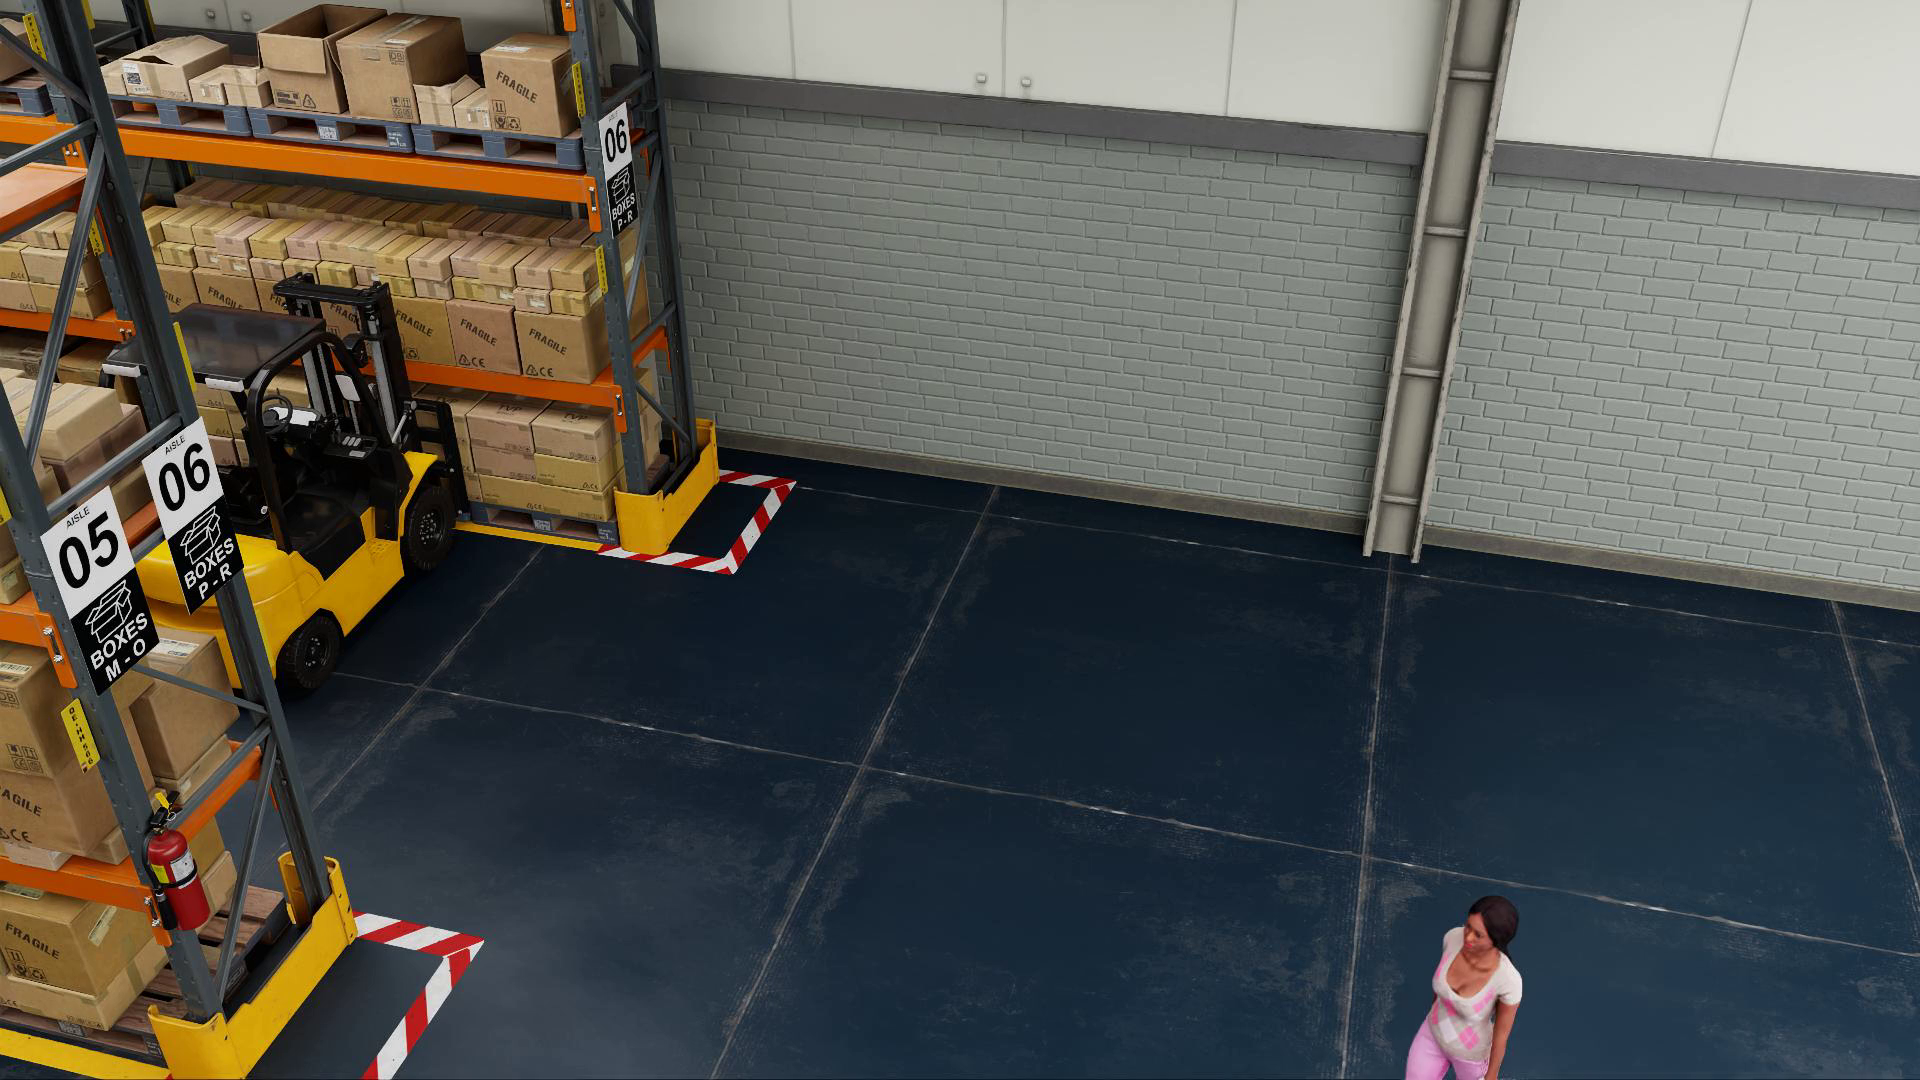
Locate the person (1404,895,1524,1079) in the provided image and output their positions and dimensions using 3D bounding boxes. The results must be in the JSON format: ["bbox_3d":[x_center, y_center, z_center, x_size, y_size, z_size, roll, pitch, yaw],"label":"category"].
[{"bbox_3d":[2.258,2.200,7.292,1.128,1.705,1.114,-20,38,-28],"label":"person"}]
